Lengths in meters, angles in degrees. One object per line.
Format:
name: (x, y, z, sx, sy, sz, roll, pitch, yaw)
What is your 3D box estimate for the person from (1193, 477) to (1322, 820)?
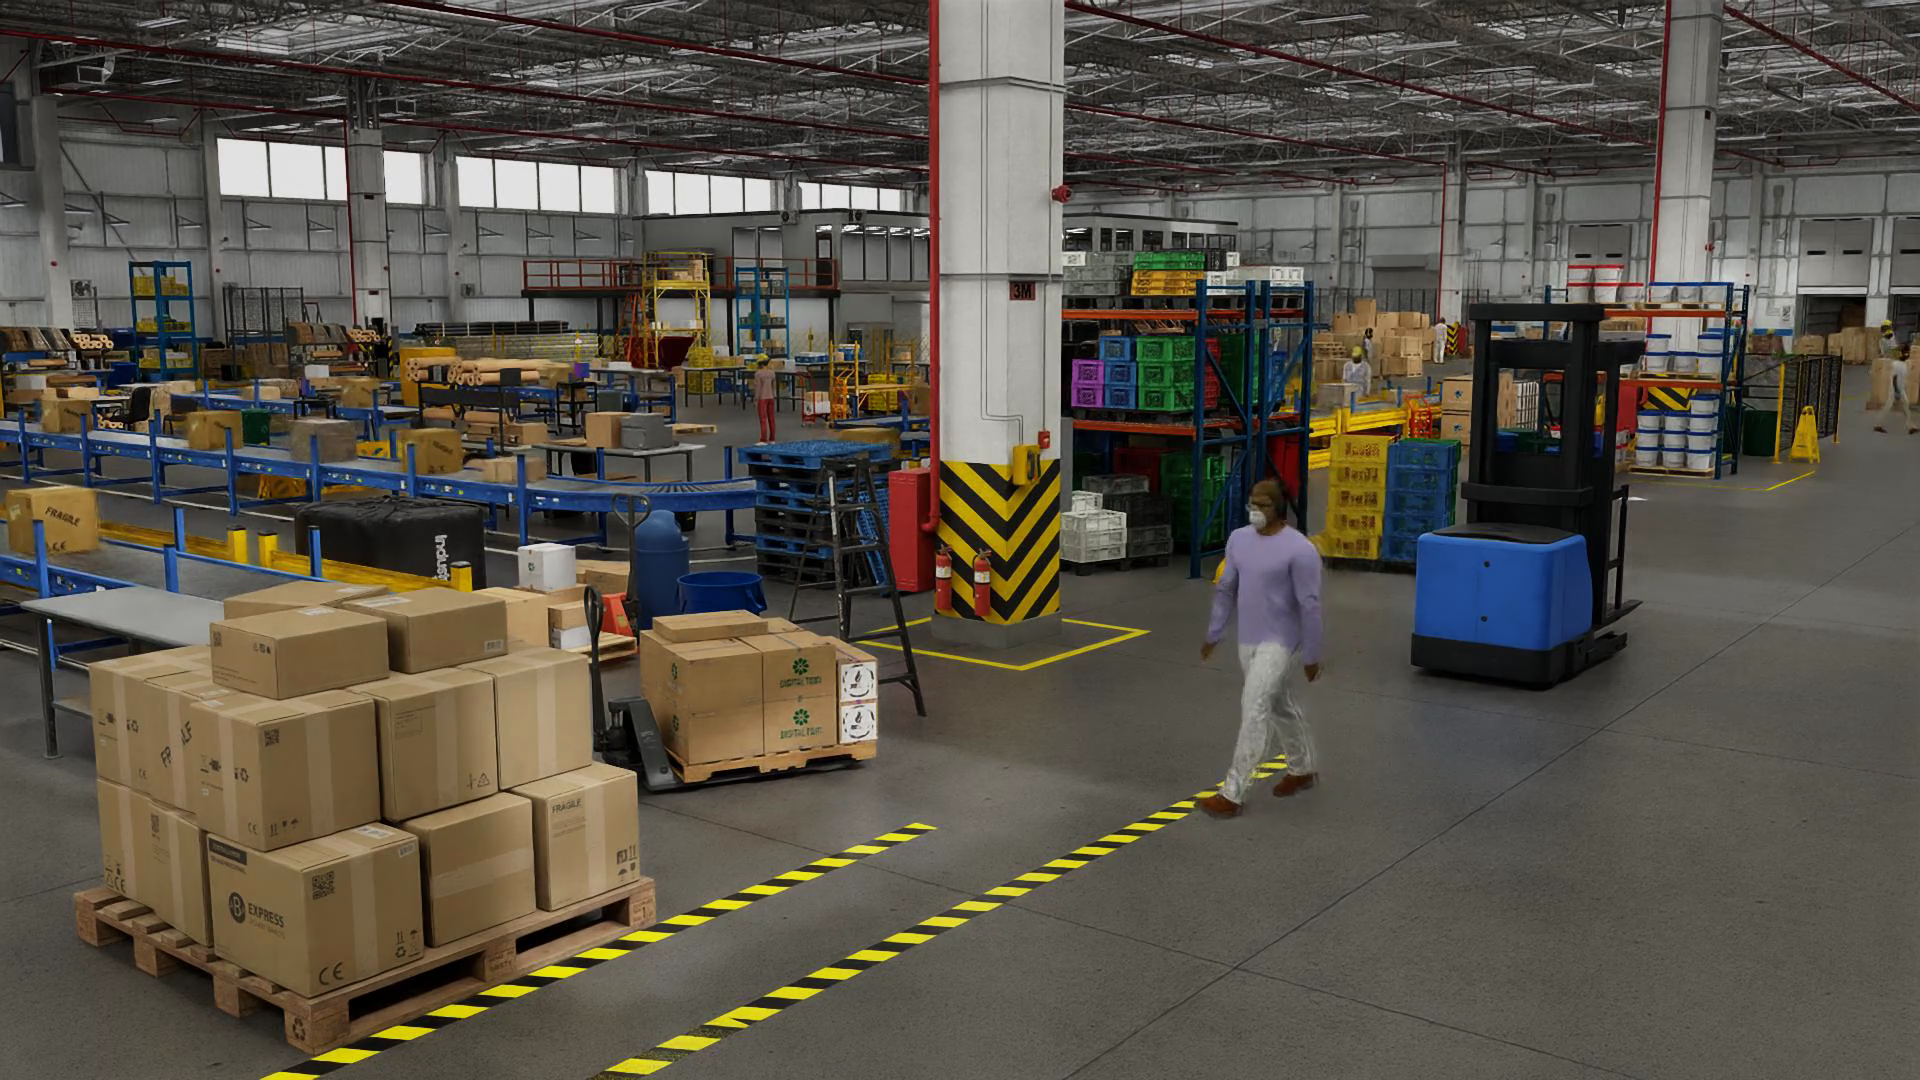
person: (1.697, 0.587, 9.316, 1.039, 1.887, 0.638, -5, 10, -31)

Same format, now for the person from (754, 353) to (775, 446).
person: (-3.714, -2.662, 31.570, 0.308, 1.772, 0.525, 6, 11, 37)

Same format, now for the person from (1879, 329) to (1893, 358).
person: (31.028, -6.200, 55.670, 0.498, 1.684, 0.928, -3, 9, -16)

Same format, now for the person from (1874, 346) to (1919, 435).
person: (19.327, -3.074, 34.212, 0.534, 1.814, 1.037, -5, 10, -28)

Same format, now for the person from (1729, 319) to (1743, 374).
person: (27.970, -6.974, 59.991, 0.763, 1.965, 0.627, -1, 9, -8)

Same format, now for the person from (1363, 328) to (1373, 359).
person: (11.994, -5.276, 48.857, 0.328, 1.872, 0.514, 2, 9, 15)

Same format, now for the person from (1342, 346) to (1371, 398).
person: (8.226, -3.116, 34.488, 0.598, 1.816, 0.694, 7, 11, 37)

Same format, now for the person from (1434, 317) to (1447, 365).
person: (19.549, -8.086, 67.618, 0.379, 1.931, 0.625, -5, 10, -28)

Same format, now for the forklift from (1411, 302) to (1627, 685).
forklift: (4.379, -0.438, 12.852, 1.129, 2.768, 1.873, 7, 11, 37)

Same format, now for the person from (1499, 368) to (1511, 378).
person: (13.163, -3.904, 40.250, 0.536, 1.678, 0.541, -5, 10, -31)

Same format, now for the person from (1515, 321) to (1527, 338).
person: (26.024, -9.486, 77.172, 0.629, 1.888, 1.024, -1, 8, -7)

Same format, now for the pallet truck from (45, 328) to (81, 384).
pallet truck: (-23.775, -4.544, 43.495, 1.885, 1.965, 0.823, 6, 10, 35)

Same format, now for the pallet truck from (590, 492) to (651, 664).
pallet truck: (-3.115, 0.344, 12.883, 0.653, 1.274, 1.630, 7, 11, 37)

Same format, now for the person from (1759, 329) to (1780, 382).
person: (26.518, -6.015, 54.240, 0.649, 1.752, 0.532, 3, 9, 20)

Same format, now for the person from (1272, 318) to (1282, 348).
person: (13.881, -8.830, 72.915, 0.429, 1.839, 0.634, 2, 9, 14)

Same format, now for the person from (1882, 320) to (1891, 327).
person: (33.109, -6.882, 59.472, 0.352, 1.929, 0.594, 4, 9, 23)

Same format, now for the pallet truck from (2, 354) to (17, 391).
pallet truck: (-24.881, -4.417, 42.634, 1.885, 1.965, 0.823, 8, 11, 41)

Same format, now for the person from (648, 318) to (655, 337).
person: (-12.881, -8.427, 70.188, 0.939, 1.838, 0.601, 6, 10, 35)

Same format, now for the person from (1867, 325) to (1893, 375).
person: (32.810, -6.725, 58.932, 0.980, 1.787, 0.608, 3, 9, 17)

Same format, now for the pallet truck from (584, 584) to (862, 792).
pallet truck: (-1.426, 0.805, 10.019, 1.601, 1.201, 0.680, -4, 9, -26)
